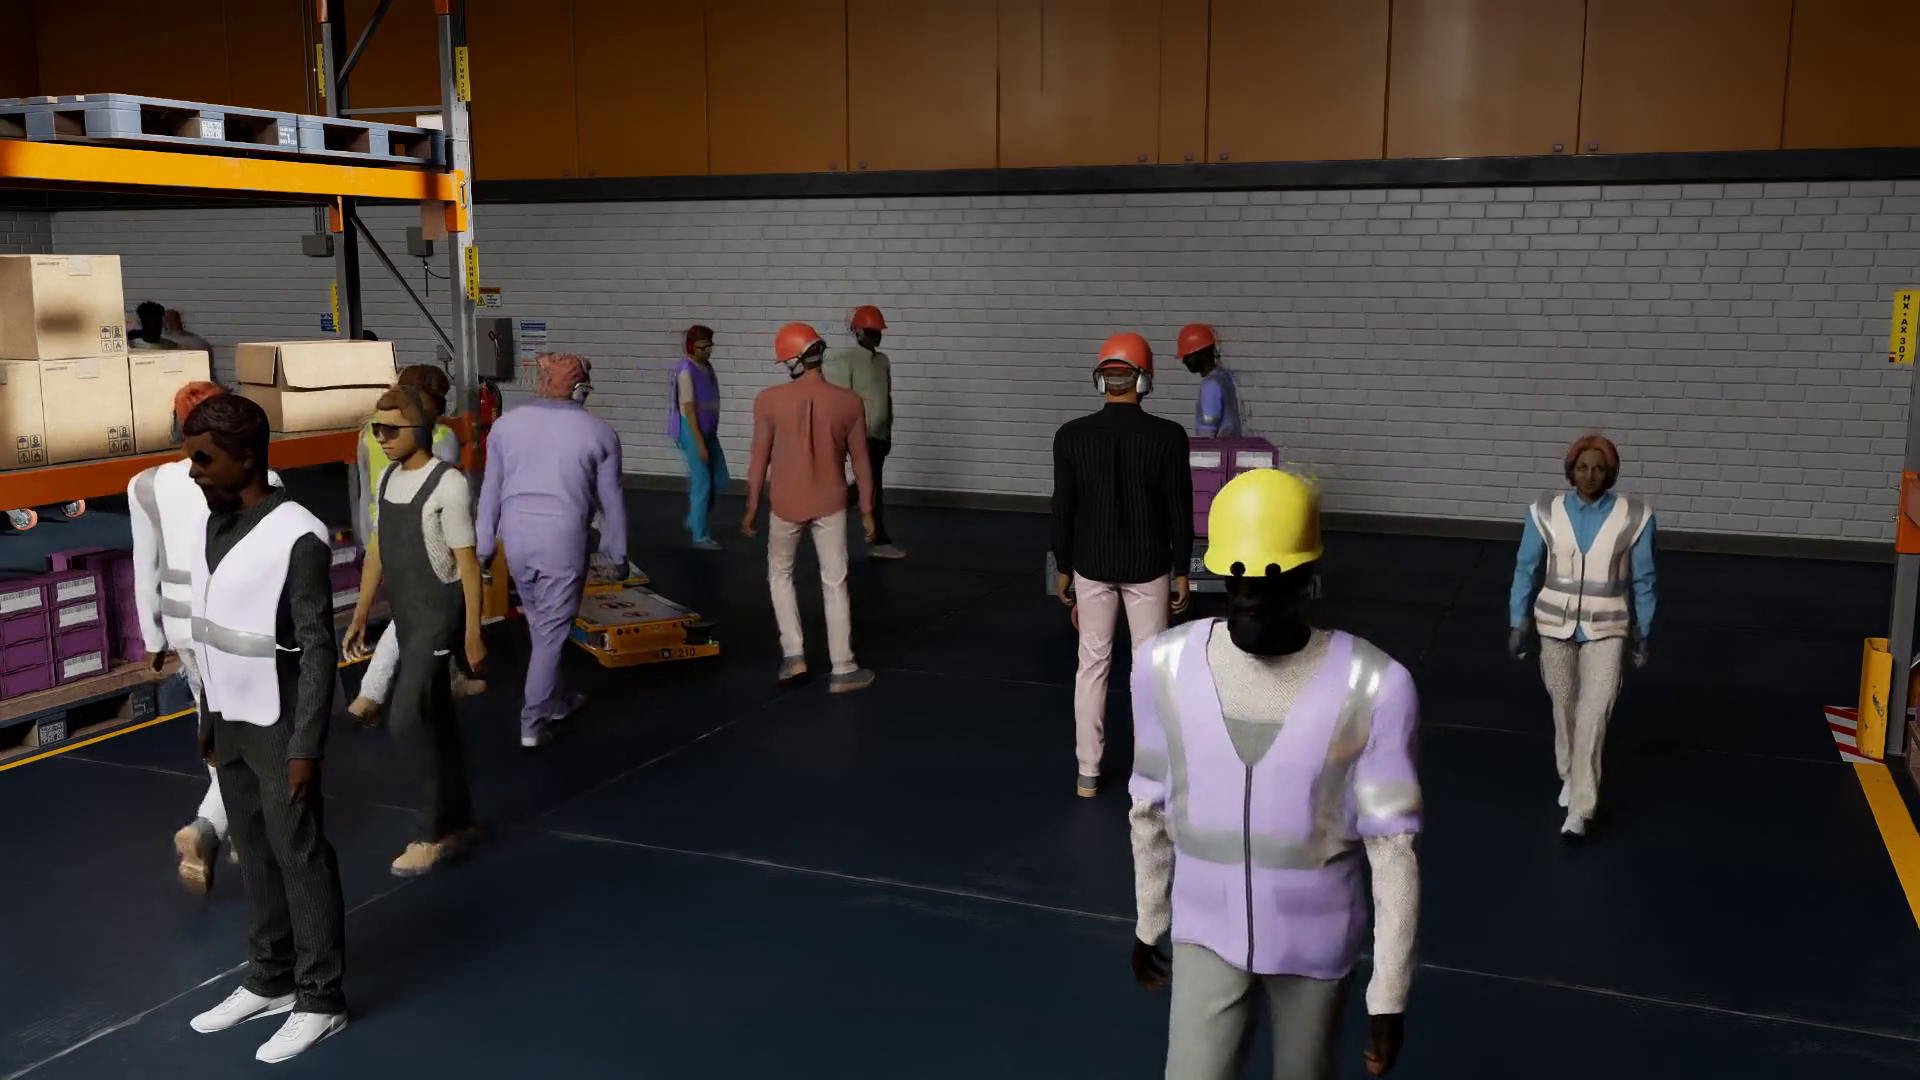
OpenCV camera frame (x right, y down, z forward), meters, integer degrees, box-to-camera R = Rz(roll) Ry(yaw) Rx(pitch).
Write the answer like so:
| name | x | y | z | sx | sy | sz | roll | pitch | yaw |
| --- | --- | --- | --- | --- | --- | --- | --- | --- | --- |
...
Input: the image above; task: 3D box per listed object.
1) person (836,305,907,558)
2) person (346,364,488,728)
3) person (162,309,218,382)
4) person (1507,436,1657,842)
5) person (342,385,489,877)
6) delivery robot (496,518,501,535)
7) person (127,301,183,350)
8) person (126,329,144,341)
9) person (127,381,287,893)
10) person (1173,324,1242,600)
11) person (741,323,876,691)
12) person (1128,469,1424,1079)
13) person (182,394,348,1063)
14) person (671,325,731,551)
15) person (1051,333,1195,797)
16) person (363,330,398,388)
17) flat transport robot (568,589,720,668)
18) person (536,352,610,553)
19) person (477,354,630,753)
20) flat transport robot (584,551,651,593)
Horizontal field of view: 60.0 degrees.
| name | x | y | z | sx | sy | sz | roll | pitch | yaw |
| --- | --- | --- | --- | --- | --- | --- | --- | --- | --- |
| person | -0.793 | -0.858 | 13.075 | 0.869 | 1.970 | 0.623 | 6 | 11 | 33 |
| person | -2.750 | 0.017 | 8.311 | 0.638 | 1.796 | 0.947 | 5 | 11 | 30 |
| person | -7.588 | -1.350 | 16.405 | 0.915 | 1.857 | 0.700 | 6 | 11 | 31 |
| person | 2.490 | 0.377 | 6.694 | 0.539 | 1.585 | 0.853 | 5 | 11 | 29 |
| person | -2.090 | 0.335 | 6.244 | 0.523 | 1.825 | 0.586 | 9 | 13 | 44 |
| delivery robot | -3.320 | -0.031 | 12.038 | 0.707 | 0.478 | 0.477 | 4 | 10 | 24 |
| person | -7.309 | -1.186 | 15.099 | 0.471 | 1.946 | 0.623 | 6 | 11 | 32 |
| person | -7.651 | -1.139 | 15.617 | 0.603 | 1.664 | 0.556 | -1 | 9 | -8 |
| person | -2.730 | 0.347 | 6.094 | 0.586 | 1.861 | 0.806 | 0 | 9 | 1 |
| person | 1.638 | -0.510 | 11.242 | 0.856 | 1.873 | 0.603 | 2 | 10 | 9 |
| person | -0.816 | -0.170 | 8.907 | 0.734 | 1.962 | 0.482 | -1 | 9 | -6 |
| person | 0.596 | 0.795 | 3.309 | 0.613 | 1.871 | 0.974 | 4 | 10 | 22 |
| person | -2.005 | 0.531 | 4.815 | 0.588 | 1.913 | 0.390 | 7 | 12 | 37 |
| person | -2.056 | -0.795 | 13.157 | 0.430 | 1.814 | 0.603 | 2 | 10 | 15 |
| person | 0.698 | 0.121 | 7.078 | 0.608 | 1.985 | 0.395 | 3 | 10 | 18 |
| person | -5.299 | -1.038 | 14.970 | 0.529 | 1.697 | 0.321 | -8 | 12 | -40 |
| flat transport robot | -2.018 | 0.499 | 9.969 | 0.652 | 0.197 | 1.431 | -6 | 11 | -30 |
| person | -2.987 | -0.641 | 12.797 | 0.586 | 1.616 | 0.522 | -3 | 10 | -20 |
| person | -1.930 | 0.042 | 7.992 | 0.655 | 1.840 | 0.914 | 2 | 10 | 10 |
| flat transport robot | -2.541 | 0.277 | 11.314 | 0.652 | 0.197 | 1.431 | -4 | 10 | -21 |
